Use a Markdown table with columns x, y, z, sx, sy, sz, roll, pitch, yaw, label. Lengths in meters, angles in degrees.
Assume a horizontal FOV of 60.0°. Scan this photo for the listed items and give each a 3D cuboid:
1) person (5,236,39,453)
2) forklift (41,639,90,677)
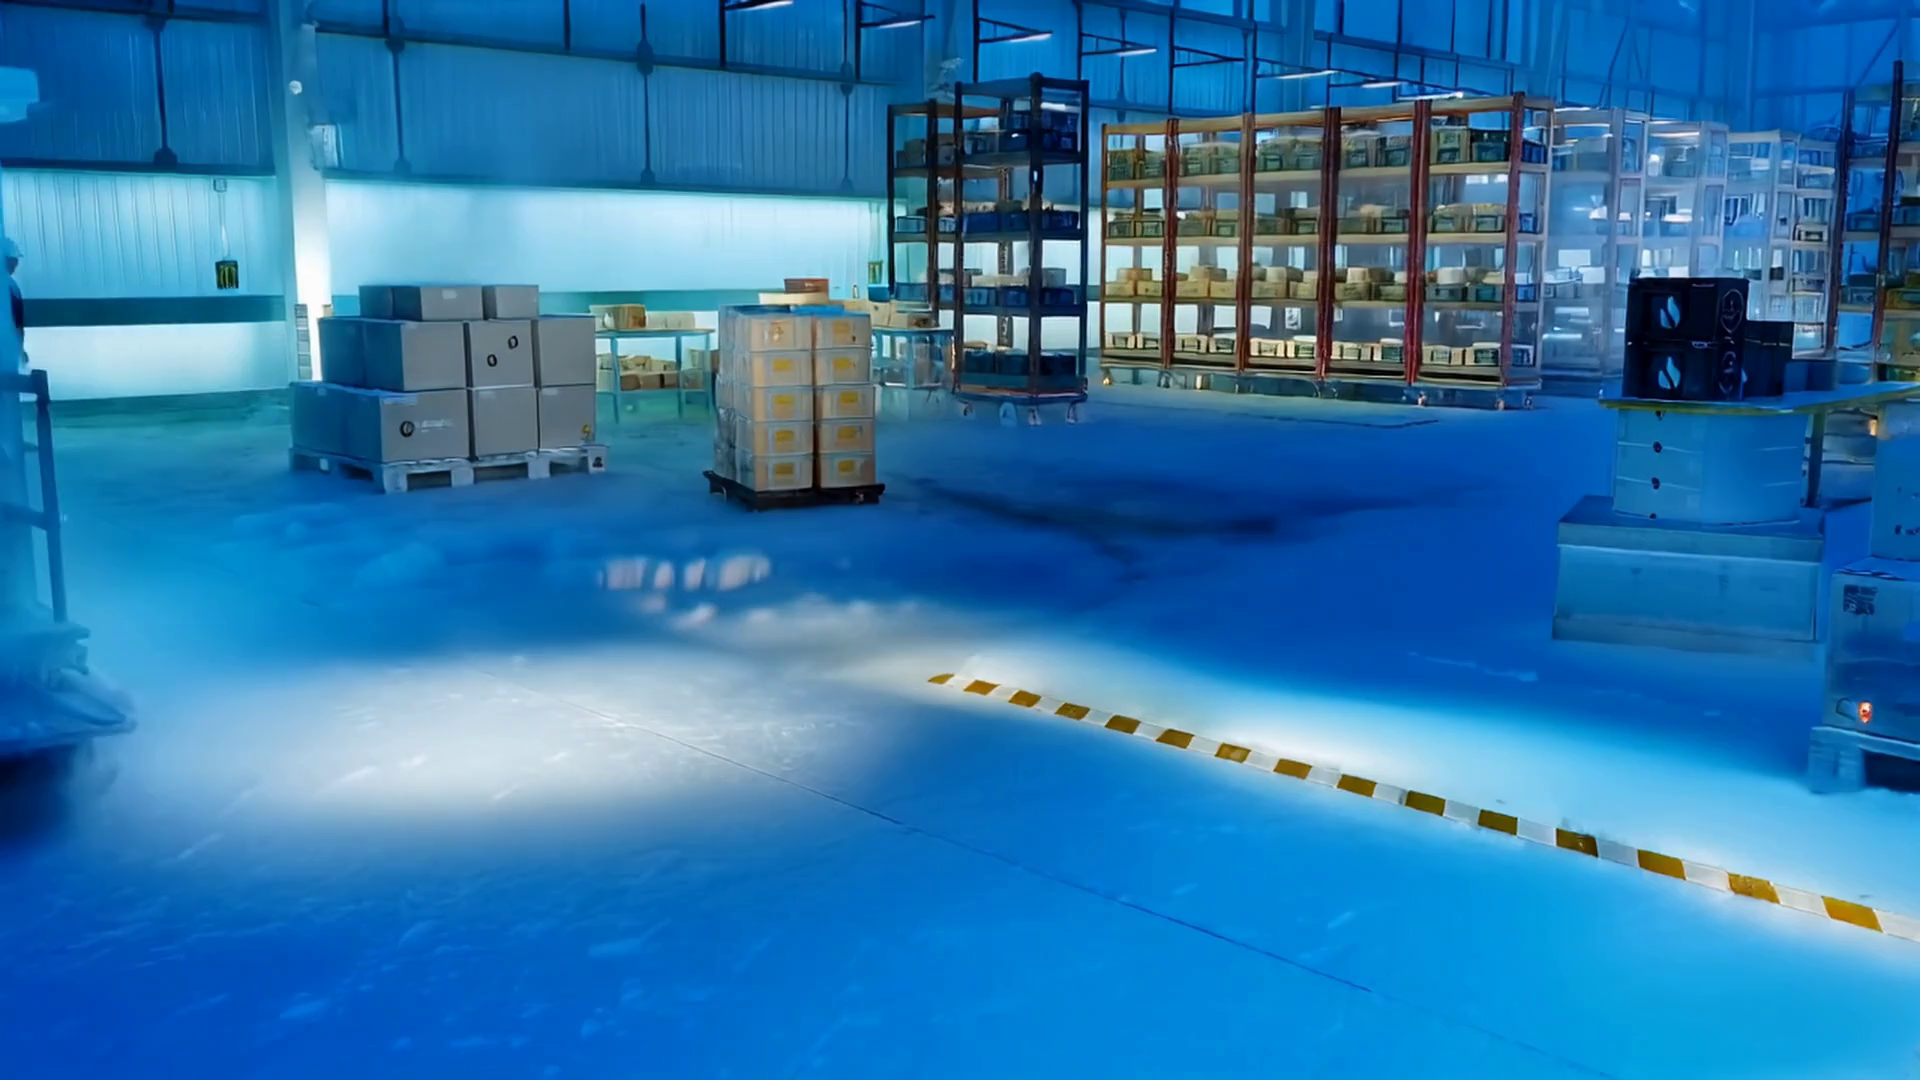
| x | y | z | sx | sy | sz | roll | pitch | yaw | label |
| --- | --- | --- | --- | --- | --- | --- | --- | --- | --- |
| -8.484 | -1.731 | 14.850 | 0.379 | 1.937 | 0.548 | -1 | 9 | -4 | person |
| -4.567 | -0.859 | 6.778 | 1.129 | 2.768 | 1.873 | -9 | 13 | -43 | forklift |
